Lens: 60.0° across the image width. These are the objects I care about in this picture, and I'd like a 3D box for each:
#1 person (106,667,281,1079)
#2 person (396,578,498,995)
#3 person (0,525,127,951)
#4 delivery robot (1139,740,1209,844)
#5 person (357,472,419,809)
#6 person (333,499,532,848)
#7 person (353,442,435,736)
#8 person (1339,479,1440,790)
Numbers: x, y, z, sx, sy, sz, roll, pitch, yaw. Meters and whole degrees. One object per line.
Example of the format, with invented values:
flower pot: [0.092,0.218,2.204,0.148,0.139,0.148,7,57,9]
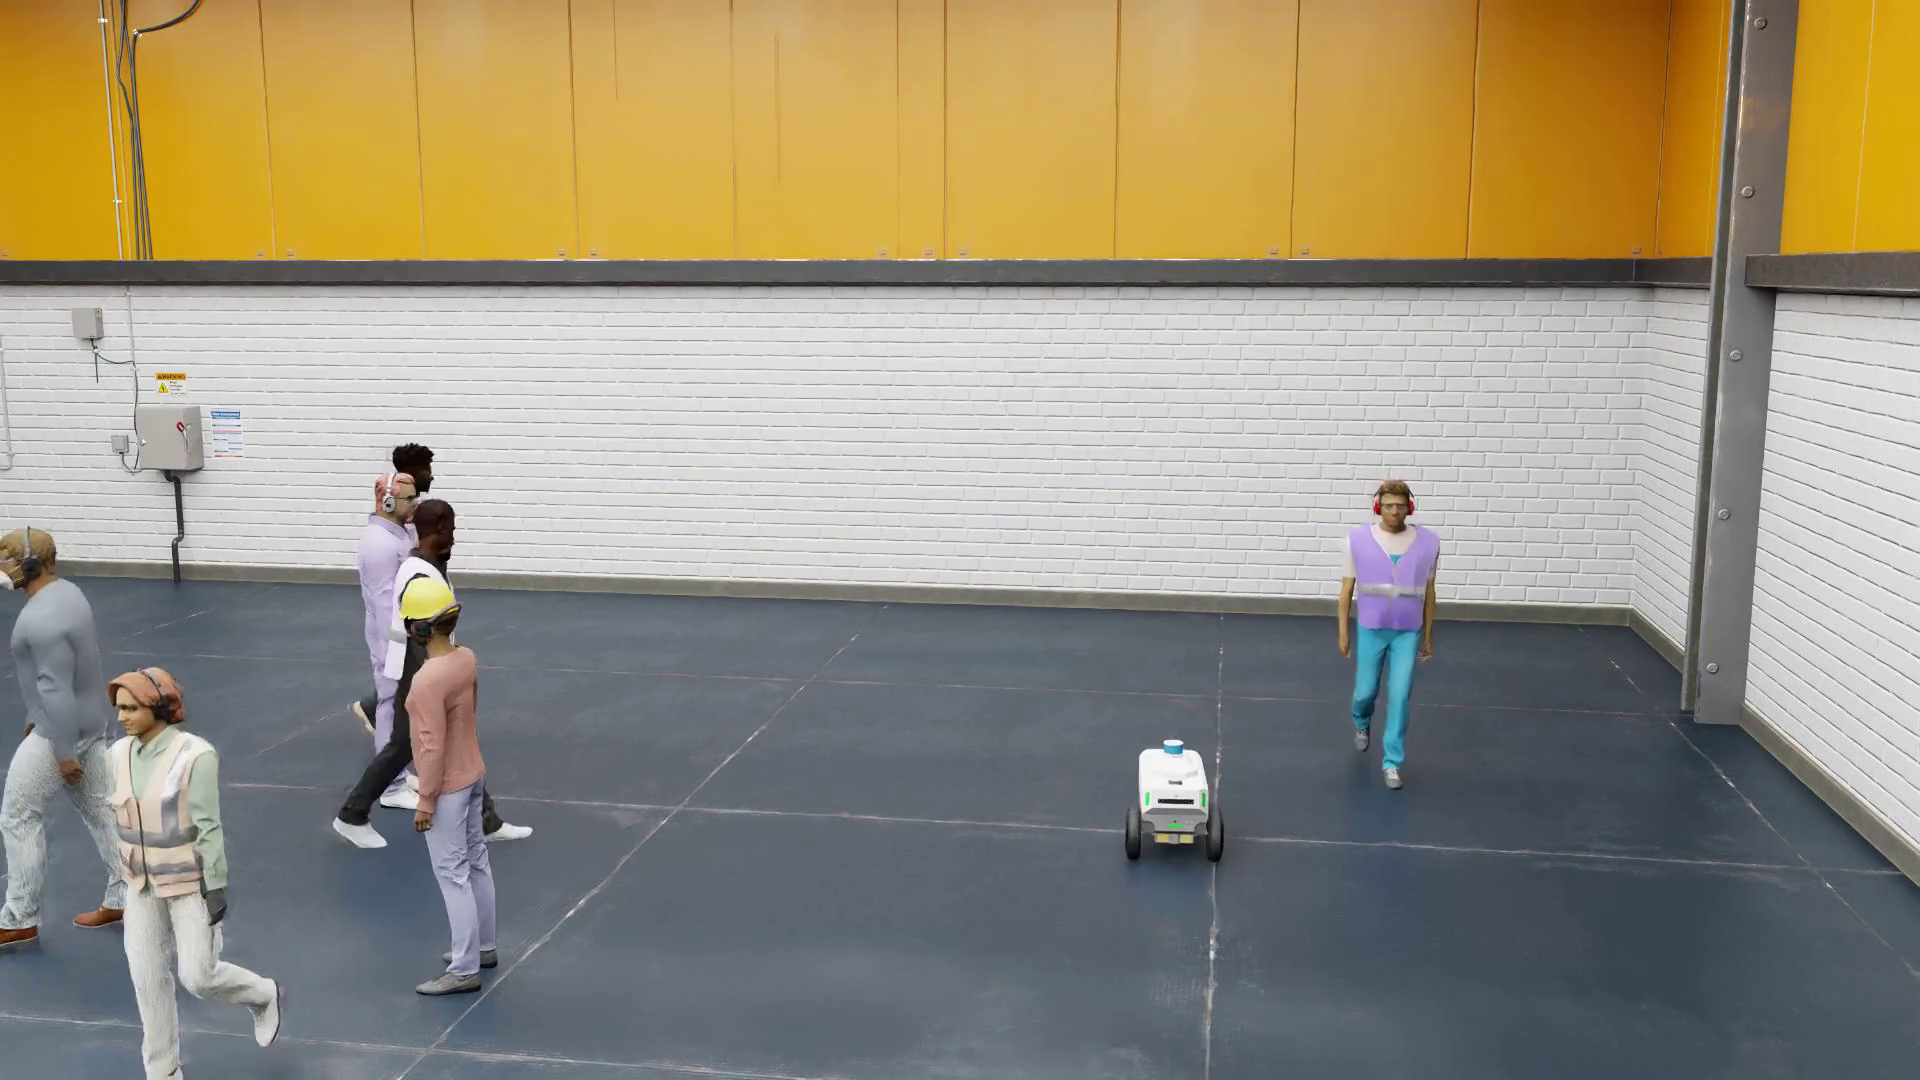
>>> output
person: [-2.851,1.240,6.121,0.522,1.619,0.545,3,10,19]
person: [-2.180,1.029,7.004,0.329,1.765,0.533,1,9,4]
person: [-4.159,0.883,7.478,0.857,1.907,0.655,-2,10,-15]
delivery robot: [1.121,1.298,8.771,0.477,0.478,0.707,1,9,5]
person: [-3.177,0.562,9.452,0.403,1.904,0.651,-2,10,-15]
person: [-2.836,0.711,8.717,0.995,1.853,0.632,-1,9,-8]
person: [-3.514,0.349,10.593,0.610,1.951,0.634,-3,10,-17]
person: [2.550,0.522,9.959,0.568,1.826,0.698,1,9,5]
